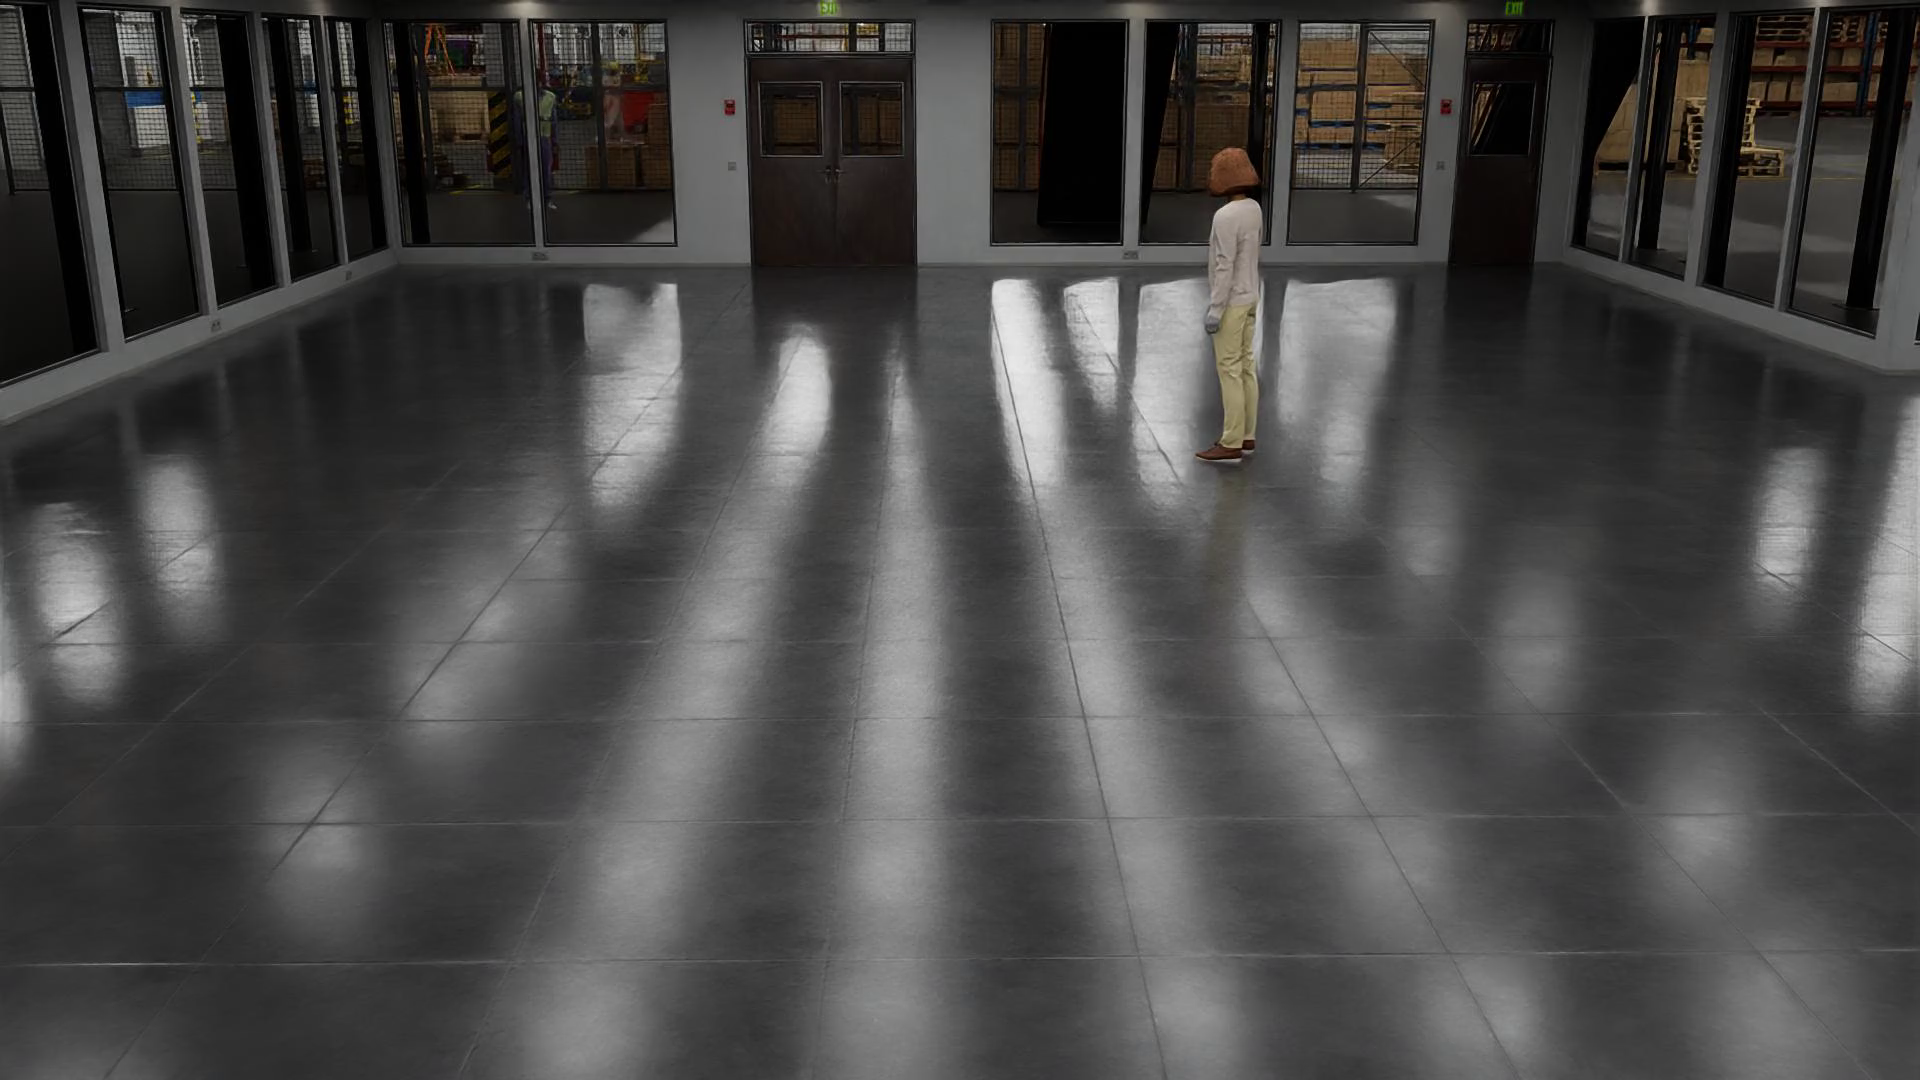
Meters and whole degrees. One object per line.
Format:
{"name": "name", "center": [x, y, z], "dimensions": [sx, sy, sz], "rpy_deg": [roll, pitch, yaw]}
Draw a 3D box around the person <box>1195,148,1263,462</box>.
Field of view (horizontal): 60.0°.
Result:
{"name": "person", "center": [1.424, -1.227, 8.756], "dimensions": [0.280, 1.631, 0.504], "rpy_deg": [9, 19, 29]}
